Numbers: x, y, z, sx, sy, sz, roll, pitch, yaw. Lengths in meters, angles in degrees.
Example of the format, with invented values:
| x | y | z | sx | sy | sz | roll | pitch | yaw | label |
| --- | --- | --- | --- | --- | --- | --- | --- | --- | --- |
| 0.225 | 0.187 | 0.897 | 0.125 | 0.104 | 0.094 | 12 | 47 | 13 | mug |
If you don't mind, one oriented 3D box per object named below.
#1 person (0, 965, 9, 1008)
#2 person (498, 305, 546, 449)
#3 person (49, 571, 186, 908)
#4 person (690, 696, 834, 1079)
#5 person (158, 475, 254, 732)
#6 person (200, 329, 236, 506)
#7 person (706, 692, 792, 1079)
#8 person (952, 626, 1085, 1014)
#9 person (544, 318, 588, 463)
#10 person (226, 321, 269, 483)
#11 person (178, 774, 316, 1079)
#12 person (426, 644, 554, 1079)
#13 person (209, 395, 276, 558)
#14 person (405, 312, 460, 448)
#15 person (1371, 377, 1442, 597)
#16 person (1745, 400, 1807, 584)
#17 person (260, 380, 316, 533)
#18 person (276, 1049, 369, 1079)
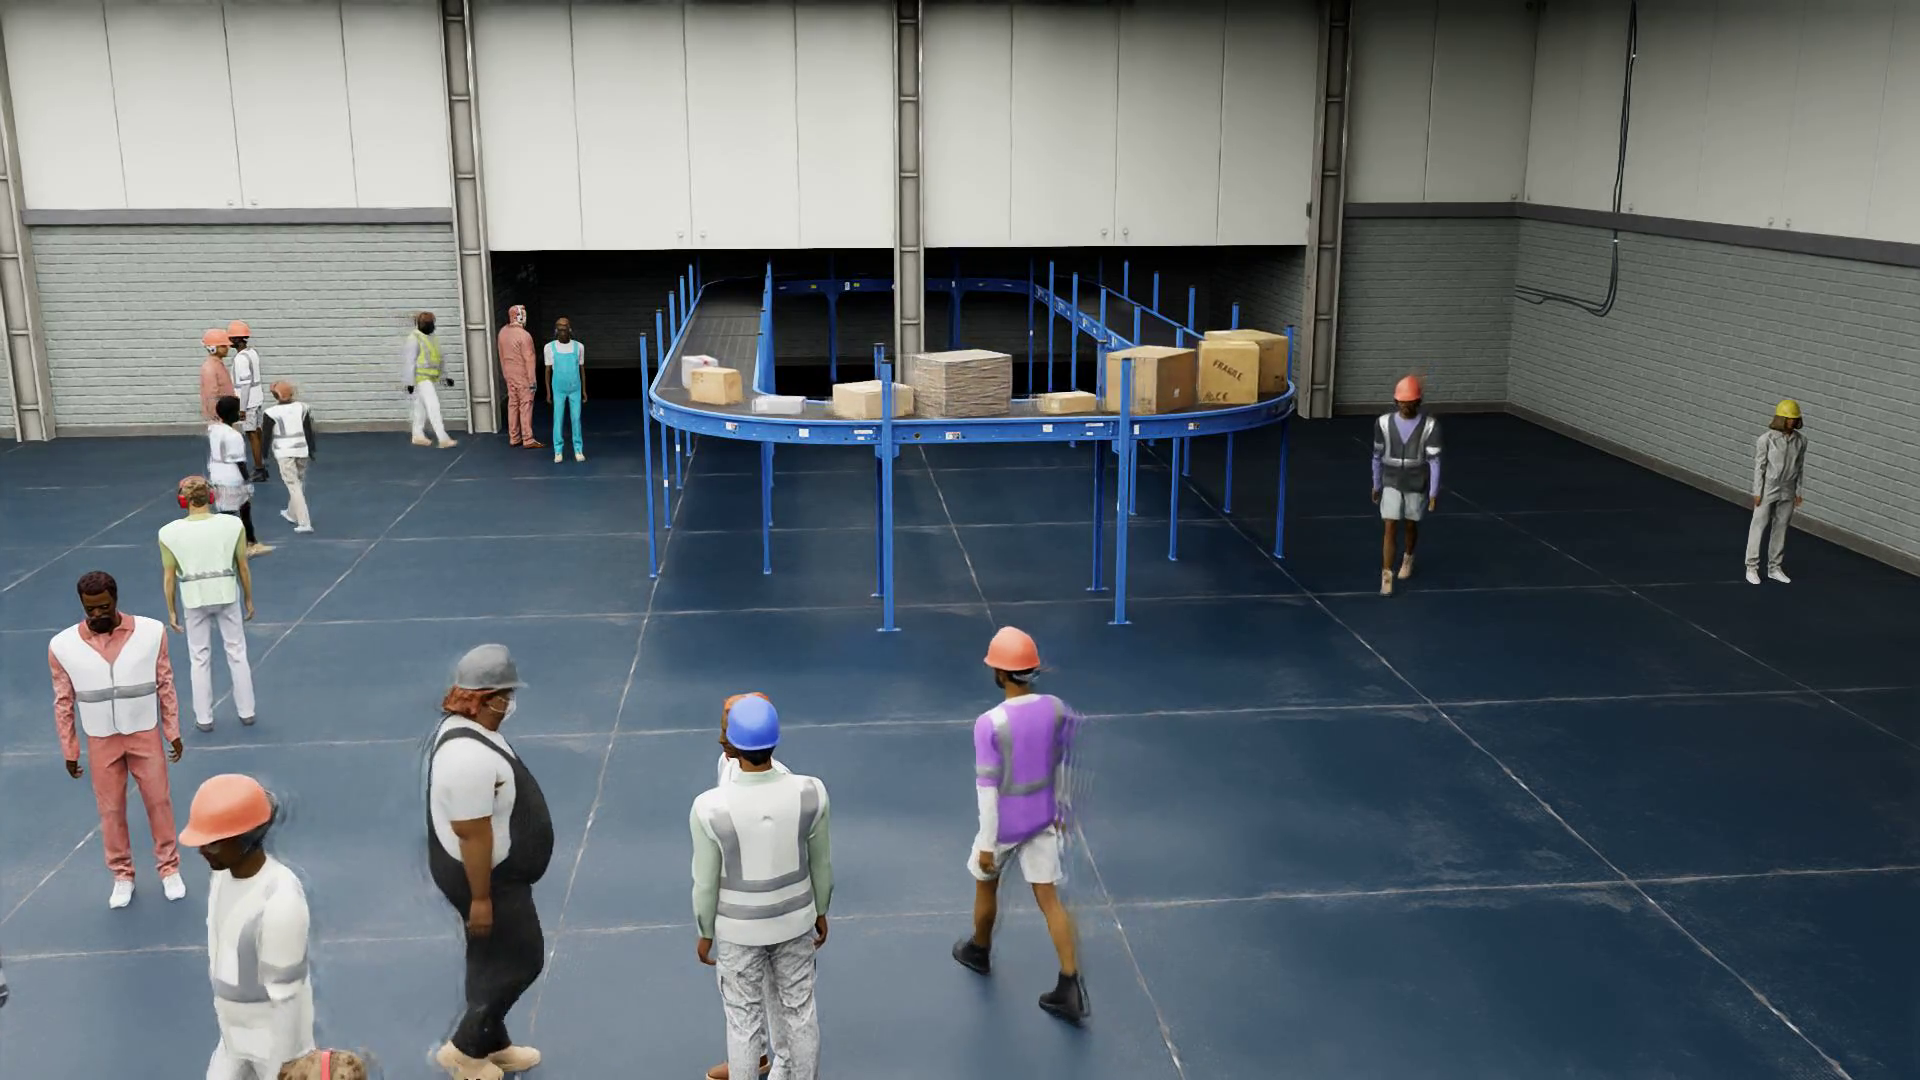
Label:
| x | y | z | sx | sy | sz | roll | pitch | yaw | label |
| --- | --- | --- | --- | --- | --- | --- | --- | --- | --- |
| -4.094 | 1.673 | 6.645 | 0.605 | 1.956 | 0.383 | 4 | 15 | 16 | person |
| -5.813 | -2.161 | 22.071 | 0.652 | 1.906 | 0.408 | 12 | 18 | 40 | person |
| -4.607 | 1.077 | 9.130 | 0.599 | 1.906 | 0.413 | -7 | 16 | -26 | person |
| -0.823 | 1.588 | 6.983 | 0.604 | 1.951 | 0.380 | -6 | 15 | -22 | person |
| -5.291 | 0.459 | 11.740 | 0.564 | 1.836 | 0.384 | -8 | 16 | -28 | person |
| -8.343 | -1.389 | 18.804 | 0.394 | 1.994 | 0.612 | -4 | 14 | -14 | person |
| -0.895 | 1.560 | 7.232 | 0.350 | 1.882 | 0.583 | -11 | 18 | -38 | person |
| 0.305 | 1.345 | 8.084 | 0.555 | 1.897 | 0.966 | -9 | 17 | -32 | person |
| -5.005 | -1.901 | 21.159 | 0.517 | 1.843 | 0.325 | -5 | 15 | -20 | person |
| -8.571 | -1.654 | 19.979 | 0.361 | 1.939 | 0.543 | -2 | 14 | -8 | person |
| -2.526 | 1.784 | 6.100 | 0.620 | 2.008 | 0.939 | 13 | 19 | 43 | person |
| -2.083 | 1.437 | 7.406 | 0.542 | 2.000 | 0.708 | -5 | 15 | -20 | person |
| -7.017 | -0.585 | 16.229 | 0.766 | 1.663 | 0.546 | -12 | 19 | -40 | person |
| -7.017 | -2.129 | 22.154 | 0.861 | 1.800 | 0.648 | 2 | 14 | 8 | person |
| 4.119 | -0.527 | 15.373 | 0.626 | 1.995 | 1.039 | 5 | 15 | 20 | person |
| 7.656 | -0.450 | 15.560 | 0.487 | 1.744 | 0.294 | -2 | 14 | -8 | person |
| -7.144 | -0.893 | 17.620 | 0.834 | 1.594 | 0.537 | 10 | 17 | 35 | person |
| -1.614 | 2.235 | 4.681 | 0.835 | 1.815 | 0.574 | -5 | 15 | -18 | person |
